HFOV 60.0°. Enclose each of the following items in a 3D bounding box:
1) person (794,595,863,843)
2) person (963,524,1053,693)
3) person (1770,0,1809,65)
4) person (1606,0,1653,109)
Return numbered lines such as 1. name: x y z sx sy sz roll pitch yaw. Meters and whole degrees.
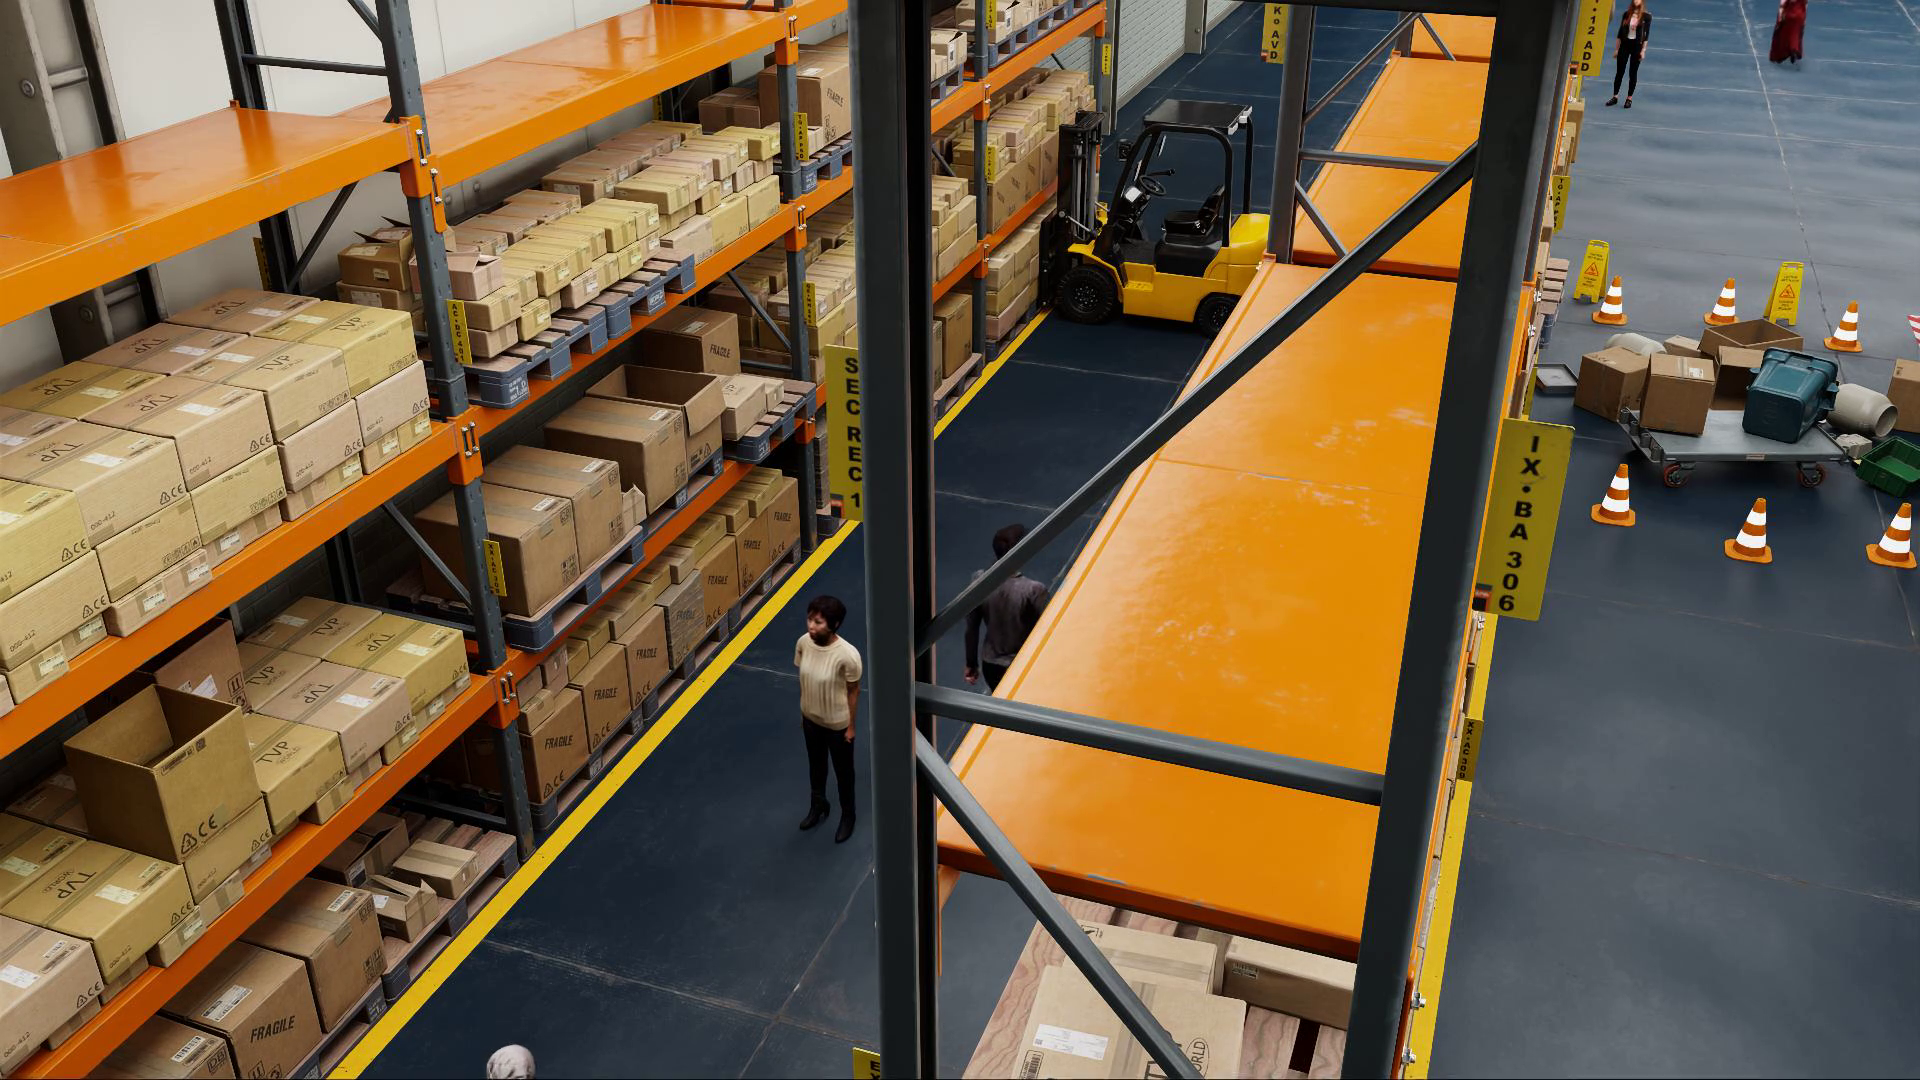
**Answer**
1. person: -0.754 1.015 9.573 0.637 1.587 0.563 18 33 30
2. person: 0.265 0.808 9.739 0.823 1.796 1.197 15 32 26
3. person: 14.038 -8.810 27.978 0.813 1.628 0.950 2 28 3
4. person: 10.284 -7.523 25.472 0.659 1.712 0.606 18 33 30
